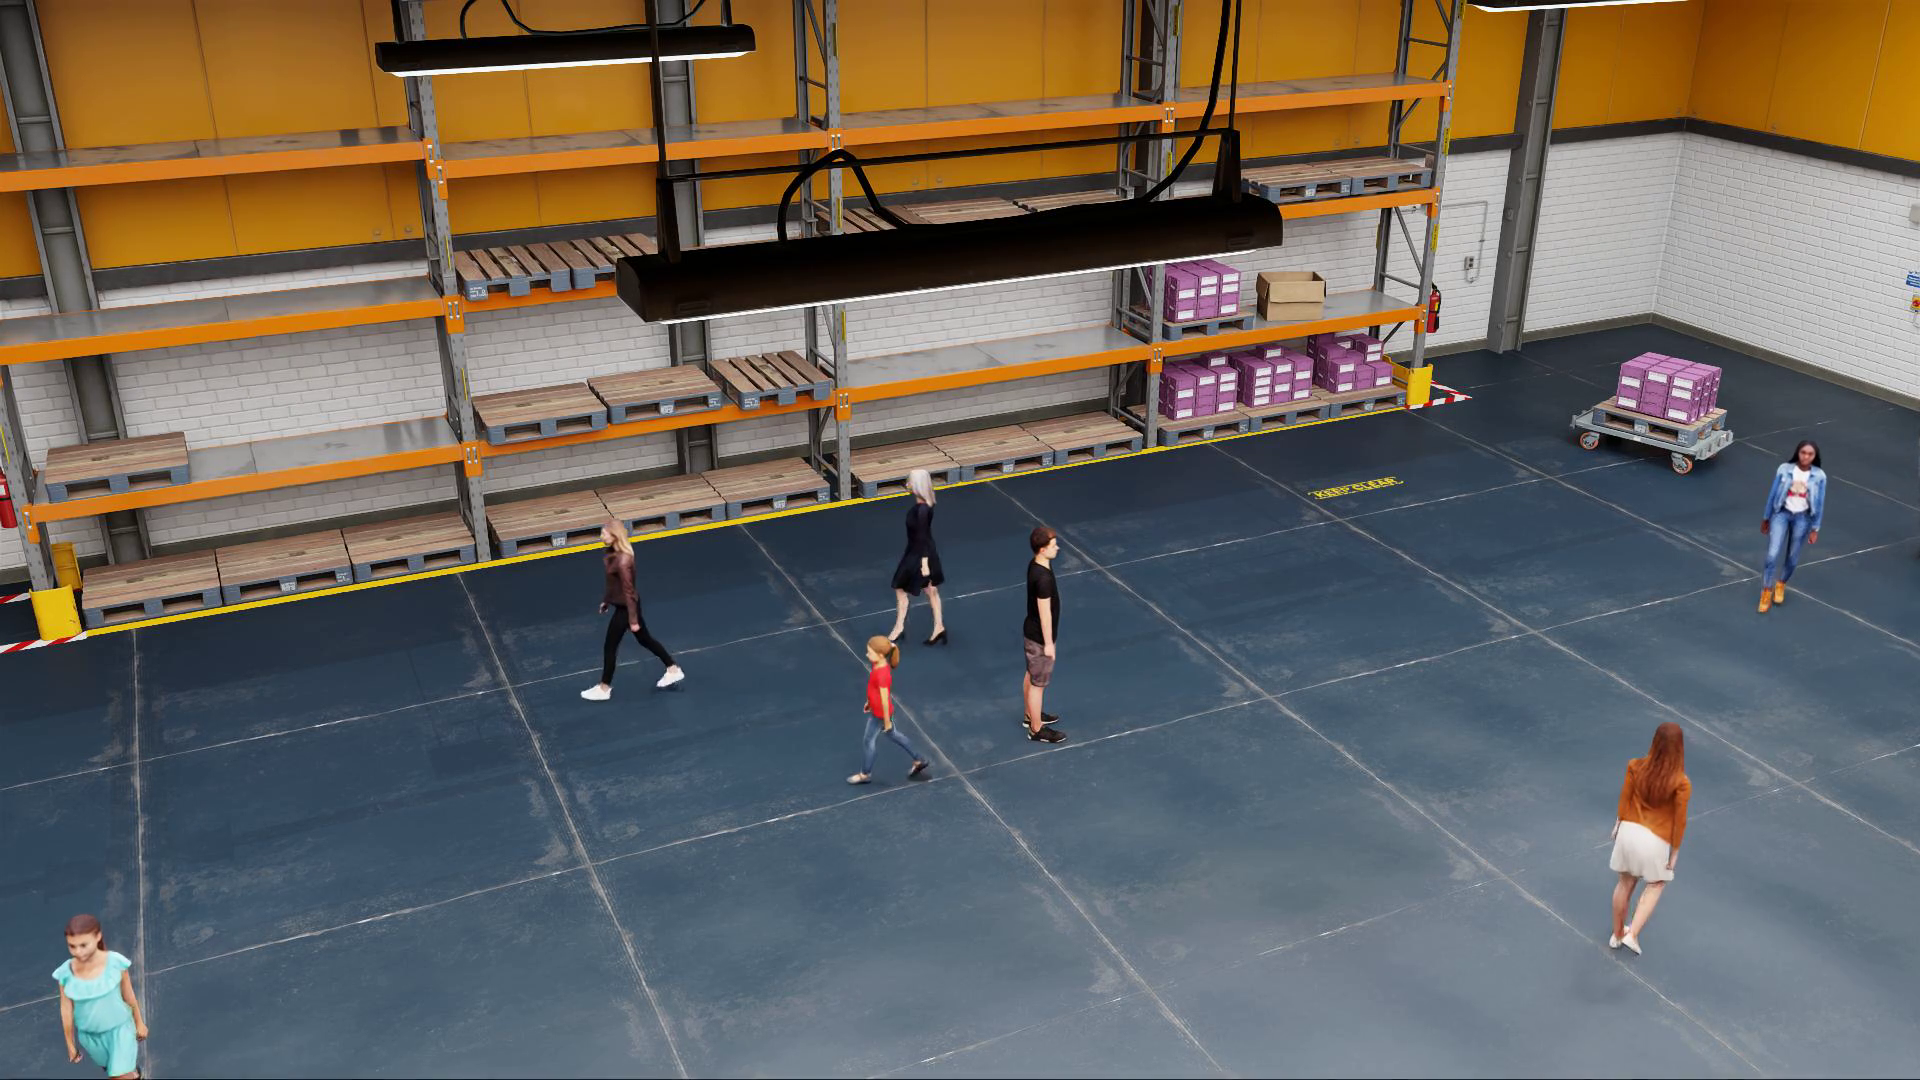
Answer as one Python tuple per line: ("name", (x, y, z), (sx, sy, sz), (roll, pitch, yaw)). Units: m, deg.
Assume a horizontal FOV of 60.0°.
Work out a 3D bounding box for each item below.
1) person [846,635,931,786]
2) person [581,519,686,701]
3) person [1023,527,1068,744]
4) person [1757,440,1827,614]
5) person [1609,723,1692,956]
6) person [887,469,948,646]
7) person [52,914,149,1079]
("person", (-0.542, 1.332, 13.028), (0.939, 1.291, 0.686), (-1, 24, -1))
("person", (-2.765, 0.597, 14.244), (1.180, 1.664, 0.800), (-5, 24, -11))
("person", (0.652, 0.749, 13.651), (0.719, 1.861, 0.755), (-2, 24, -4))
("person", (7.992, -0.178, 15.984), (0.932, 1.691, 1.015), (11, 26, 23))
("person", (4.481, 2.014, 10.949), (0.763, 1.707, 0.835), (19, 30, 37))
("person", (-0.265, 0.181, 15.117), (0.954, 1.728, 0.828), (0, 24, 1))
("person", (-4.848, 2.756, 9.475), (1.038, 1.528, 0.752), (-6, 24, -12))
